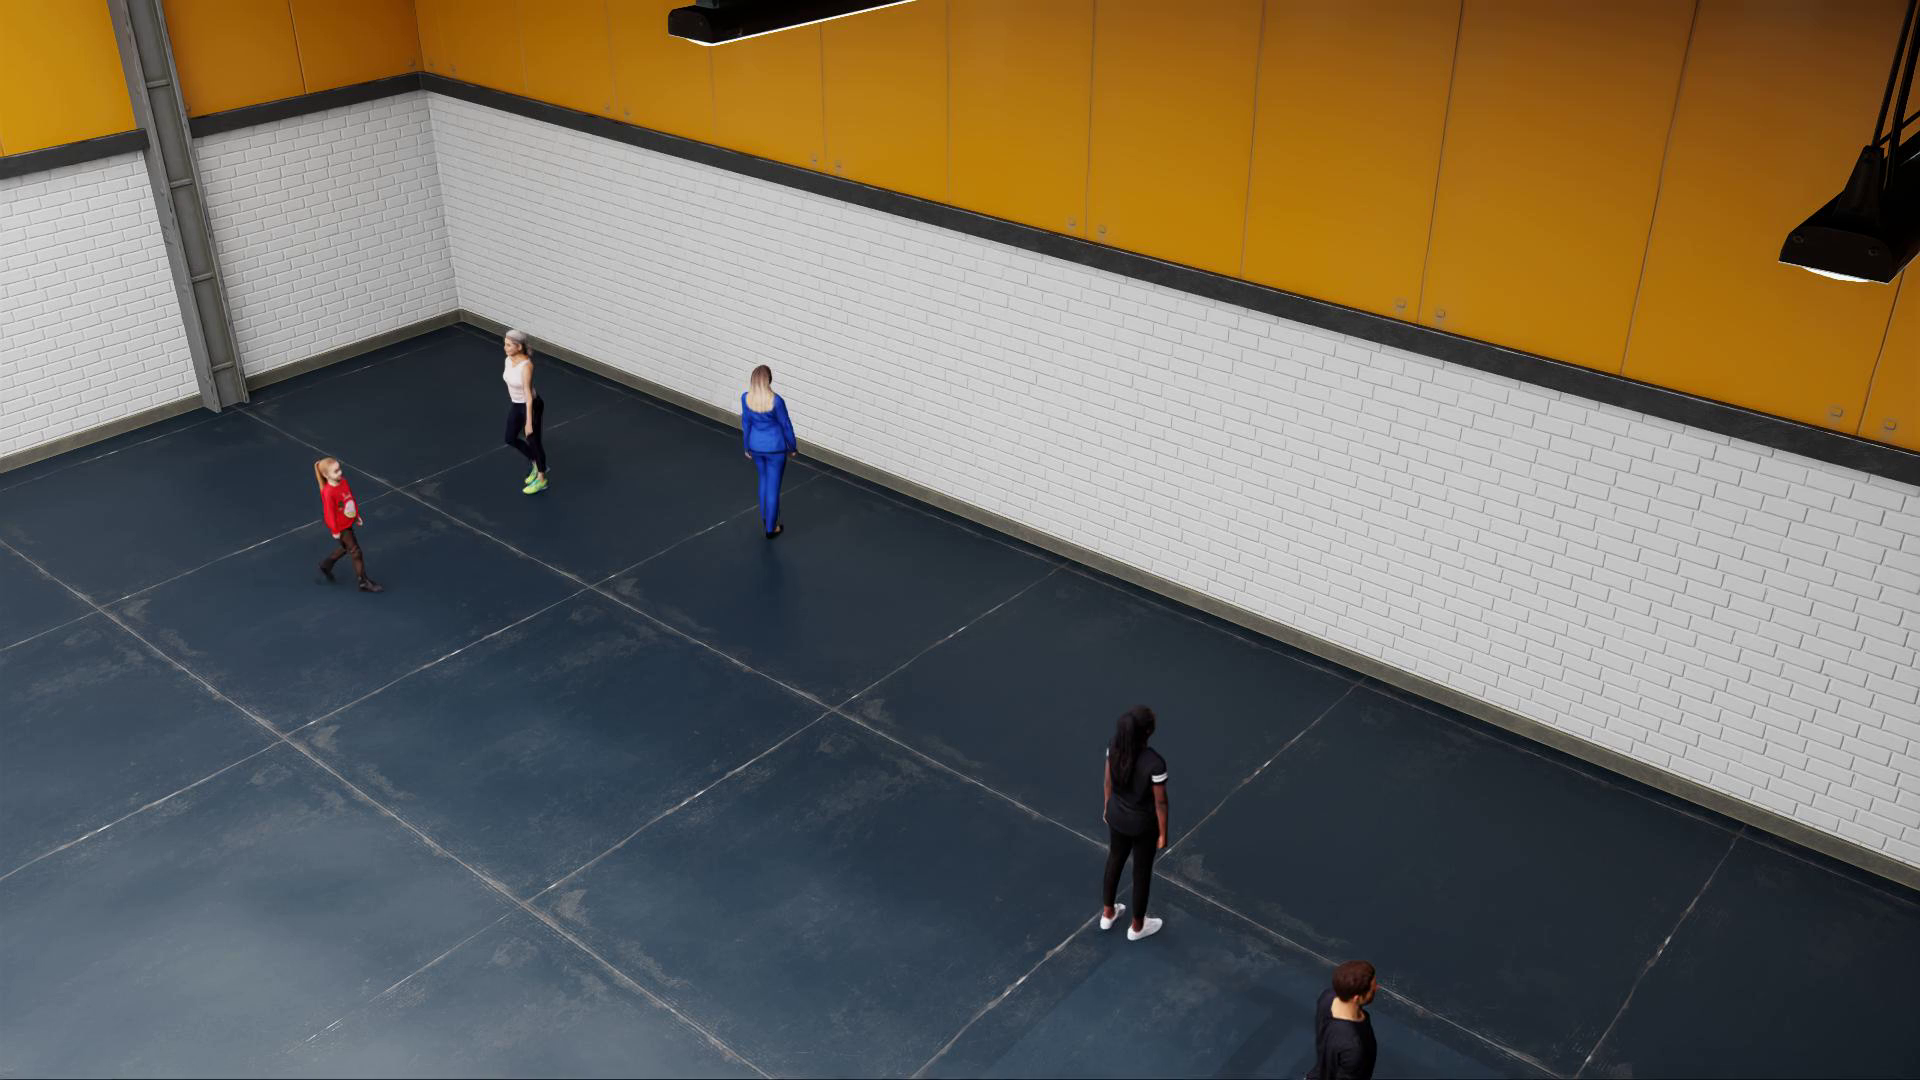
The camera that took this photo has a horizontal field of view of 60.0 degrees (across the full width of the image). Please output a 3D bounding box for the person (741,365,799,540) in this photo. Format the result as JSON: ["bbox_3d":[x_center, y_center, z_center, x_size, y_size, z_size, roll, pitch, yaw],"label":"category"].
[{"bbox_3d":[-1.799,-0.788,15.280,0.718,1.692,0.783,13,31,22],"label":"person"}]

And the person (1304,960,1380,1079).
[{"bbox_3d":[1.809,2.870,8.455,1.236,1.806,1.118,-5,29,-10],"label":"person"}]

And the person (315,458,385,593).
[{"bbox_3d":[-5.440,-0.140,14.538,0.849,1.266,0.839,1,29,3],"label":"person"}]

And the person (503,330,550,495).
[{"bbox_3d":[-4.134,-1.271,16.163,0.655,1.695,0.663,-23,36,-36],"label":"person"}]

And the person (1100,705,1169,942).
[{"bbox_3d":[1.094,1.780,10.534,0.618,1.730,0.567,24,37,37],"label":"person"}]
